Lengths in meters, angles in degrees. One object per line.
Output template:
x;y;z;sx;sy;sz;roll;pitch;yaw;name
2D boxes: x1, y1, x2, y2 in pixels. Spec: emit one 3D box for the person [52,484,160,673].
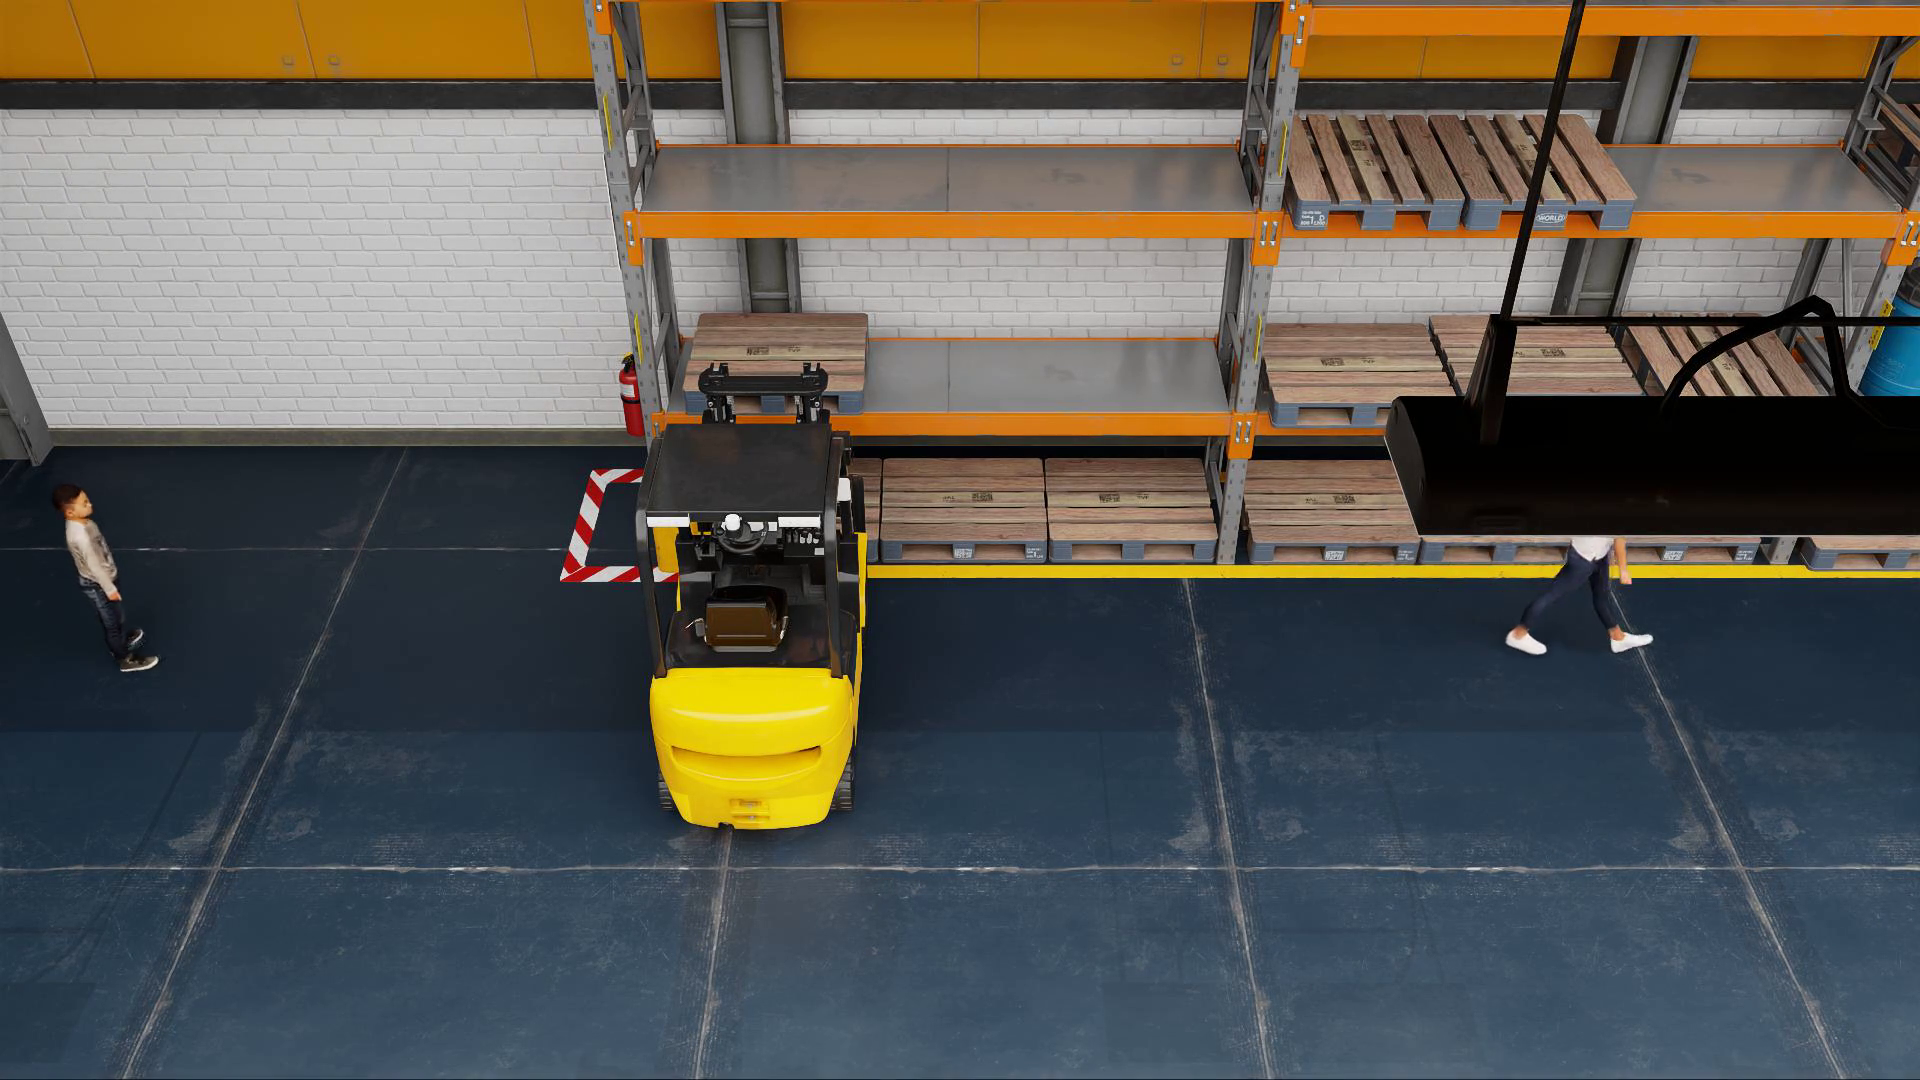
-5.602;0.227;10.784;0.673;1.459;0.690;-26;45;-29;person
